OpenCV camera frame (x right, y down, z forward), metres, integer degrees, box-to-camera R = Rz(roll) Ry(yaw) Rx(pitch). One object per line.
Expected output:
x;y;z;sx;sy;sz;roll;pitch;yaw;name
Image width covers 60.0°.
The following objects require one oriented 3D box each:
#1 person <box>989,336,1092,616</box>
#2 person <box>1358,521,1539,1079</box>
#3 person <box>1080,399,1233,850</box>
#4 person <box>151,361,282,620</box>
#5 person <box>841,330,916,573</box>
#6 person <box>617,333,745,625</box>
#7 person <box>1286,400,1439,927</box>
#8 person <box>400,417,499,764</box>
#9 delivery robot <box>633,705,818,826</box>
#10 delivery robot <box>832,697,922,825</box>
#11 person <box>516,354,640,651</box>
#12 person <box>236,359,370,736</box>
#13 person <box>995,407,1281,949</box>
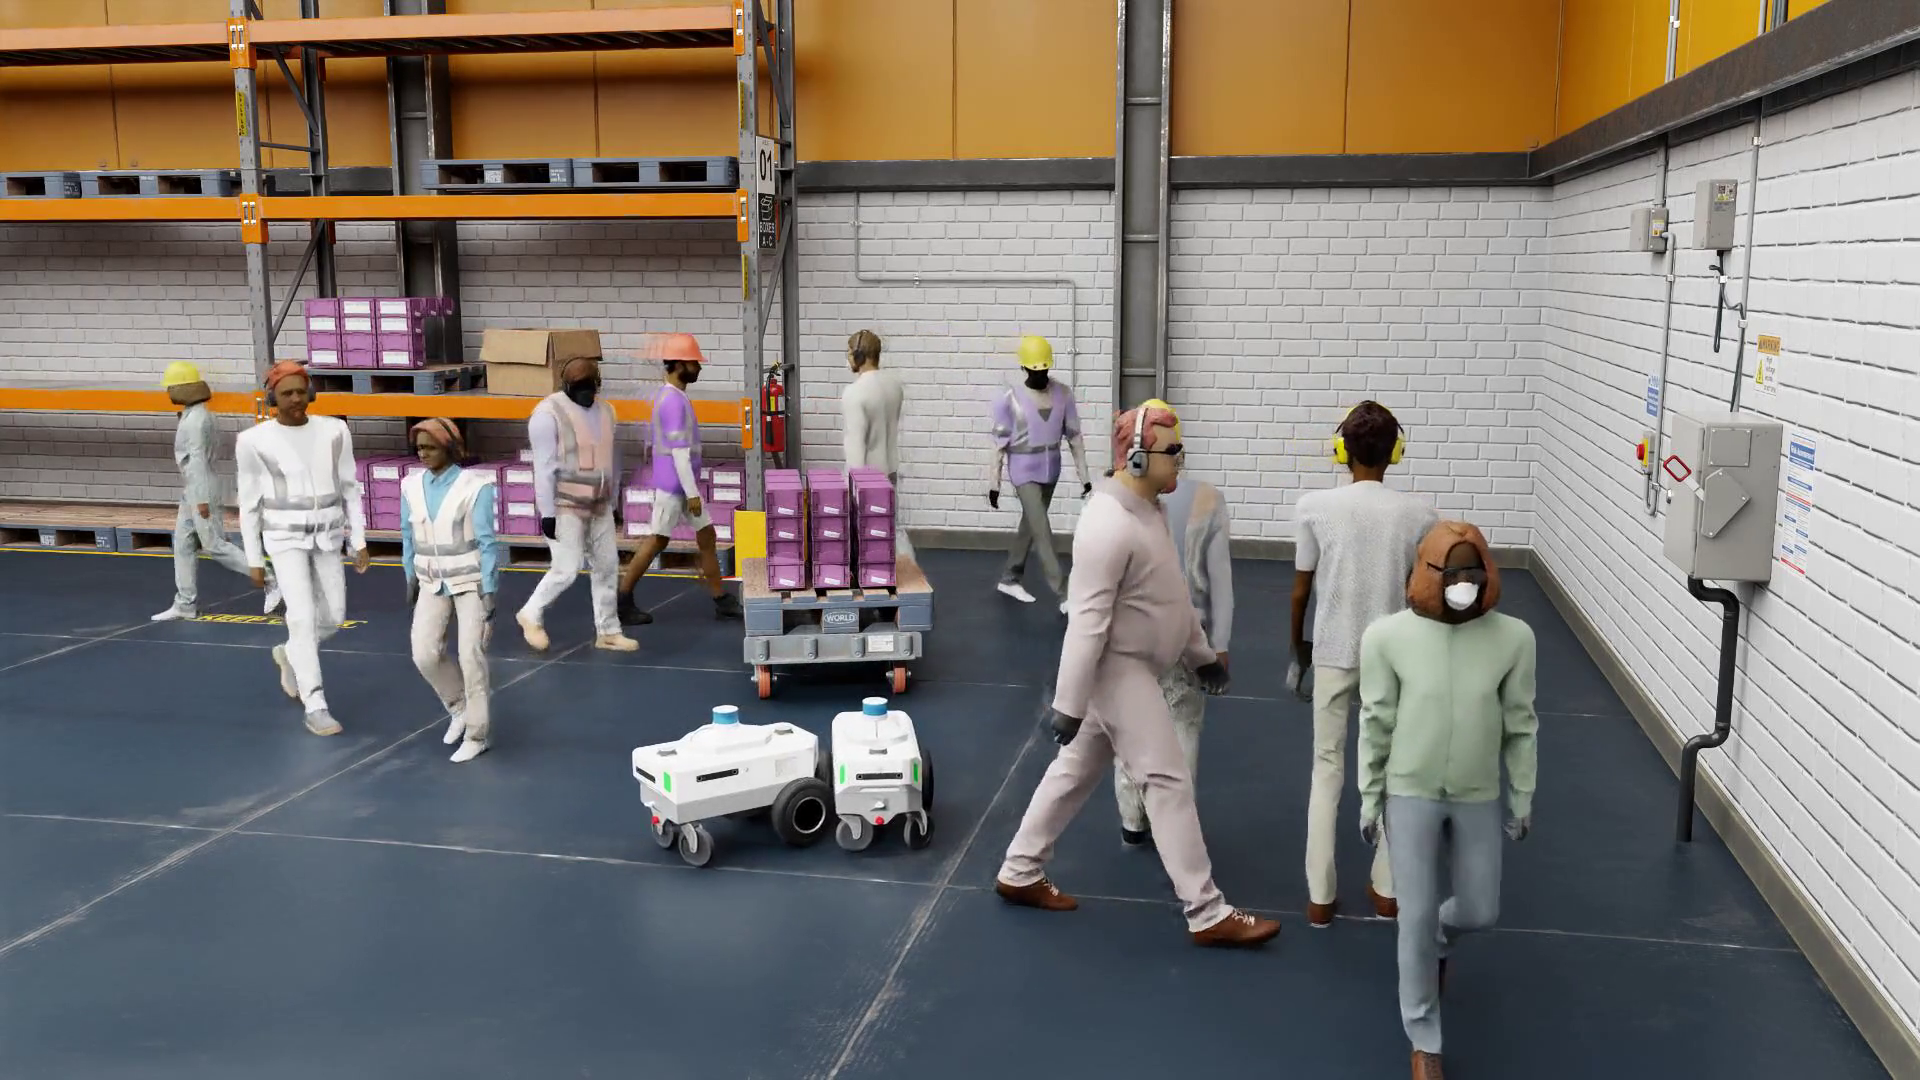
0.526;-0.435;11.103;0.681;1.856;0.960;-6;11;-33;person
1.385;0.728;4.803;0.504;1.617;0.593;0;9;2;person
0.746;0.370;6.409;0.594;1.807;0.679;1;10;9;person
-4.874;-0.320;10.848;0.777;1.711;0.486;-4;10;-24;person
-0.597;-0.418;10.919;0.897;1.911;0.646;6;11;30;person
-1.832;-0.379;10.668;0.994;1.893;0.558;-1;9;-5;person
1.414;0.445;5.843;0.509;1.853;0.411;1;9;5;person
-2.370;0.231;7.771;0.551;1.622;0.342;3;10;17;person
-0.933;0.905;6.637;0.707;0.478;0.477;-6;11;-34;delivery robot
-0.344;0.885;6.762;0.477;0.478;0.707;-1;9;-5;delivery robot
-2.303;-0.202;9.838;0.588;1.806;0.698;6;11;32;person
-3.327;0.019;8.364;0.745;1.856;0.587;9;13;44;person
0.568;0.462;5.725;1.022;1.855;0.644;2;10;12;person
